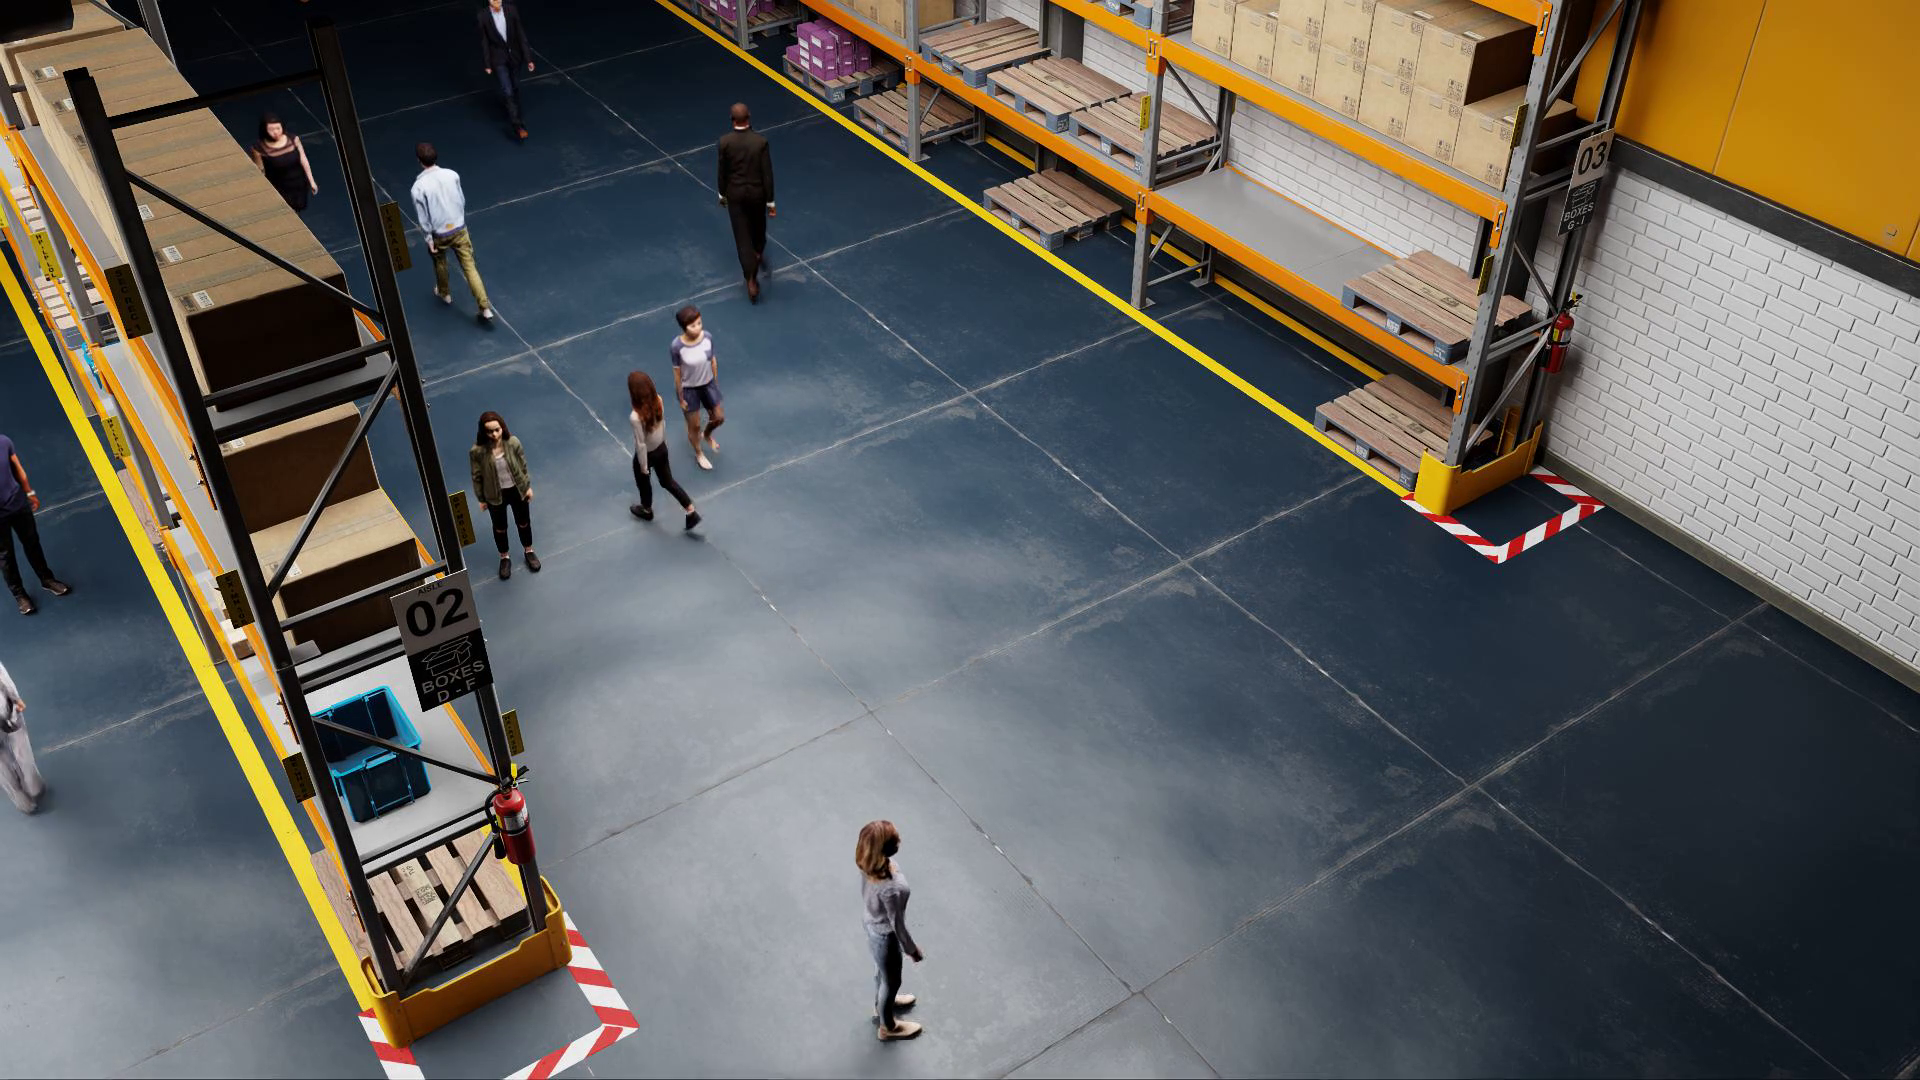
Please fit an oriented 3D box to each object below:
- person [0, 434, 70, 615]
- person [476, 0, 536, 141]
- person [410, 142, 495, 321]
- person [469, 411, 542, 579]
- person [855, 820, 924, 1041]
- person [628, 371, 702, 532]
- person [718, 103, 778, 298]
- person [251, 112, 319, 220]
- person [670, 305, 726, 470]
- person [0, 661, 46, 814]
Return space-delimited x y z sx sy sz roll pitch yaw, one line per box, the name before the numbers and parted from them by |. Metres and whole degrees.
person | -7.221 -0.259 12.543 0.630 1.789 0.707 25 45 28
person | -5.257 -5.565 19.225 0.713 1.742 1.195 -21 43 -24
person | -4.838 -2.898 15.861 0.740 1.772 1.198 -27 46 -30
person | -3.537 -0.372 12.935 0.625 1.475 0.562 -16 41 -19
person | -0.454 2.236 9.413 0.730 1.796 0.610 -11 40 -13
person | -2.410 -0.680 13.331 1.032 1.462 0.815 21 43 24
person | -2.090 -3.297 16.297 1.075 1.852 1.394 -6 39 -8
person | -6.813 -3.549 16.756 1.012 1.672 0.737 31 48 33
person | -2.267 -1.329 14.071 0.572 1.553 0.583 -22 44 -25
person | -6.348 1.144 10.812 0.637 1.757 0.637 -22 43 -25
